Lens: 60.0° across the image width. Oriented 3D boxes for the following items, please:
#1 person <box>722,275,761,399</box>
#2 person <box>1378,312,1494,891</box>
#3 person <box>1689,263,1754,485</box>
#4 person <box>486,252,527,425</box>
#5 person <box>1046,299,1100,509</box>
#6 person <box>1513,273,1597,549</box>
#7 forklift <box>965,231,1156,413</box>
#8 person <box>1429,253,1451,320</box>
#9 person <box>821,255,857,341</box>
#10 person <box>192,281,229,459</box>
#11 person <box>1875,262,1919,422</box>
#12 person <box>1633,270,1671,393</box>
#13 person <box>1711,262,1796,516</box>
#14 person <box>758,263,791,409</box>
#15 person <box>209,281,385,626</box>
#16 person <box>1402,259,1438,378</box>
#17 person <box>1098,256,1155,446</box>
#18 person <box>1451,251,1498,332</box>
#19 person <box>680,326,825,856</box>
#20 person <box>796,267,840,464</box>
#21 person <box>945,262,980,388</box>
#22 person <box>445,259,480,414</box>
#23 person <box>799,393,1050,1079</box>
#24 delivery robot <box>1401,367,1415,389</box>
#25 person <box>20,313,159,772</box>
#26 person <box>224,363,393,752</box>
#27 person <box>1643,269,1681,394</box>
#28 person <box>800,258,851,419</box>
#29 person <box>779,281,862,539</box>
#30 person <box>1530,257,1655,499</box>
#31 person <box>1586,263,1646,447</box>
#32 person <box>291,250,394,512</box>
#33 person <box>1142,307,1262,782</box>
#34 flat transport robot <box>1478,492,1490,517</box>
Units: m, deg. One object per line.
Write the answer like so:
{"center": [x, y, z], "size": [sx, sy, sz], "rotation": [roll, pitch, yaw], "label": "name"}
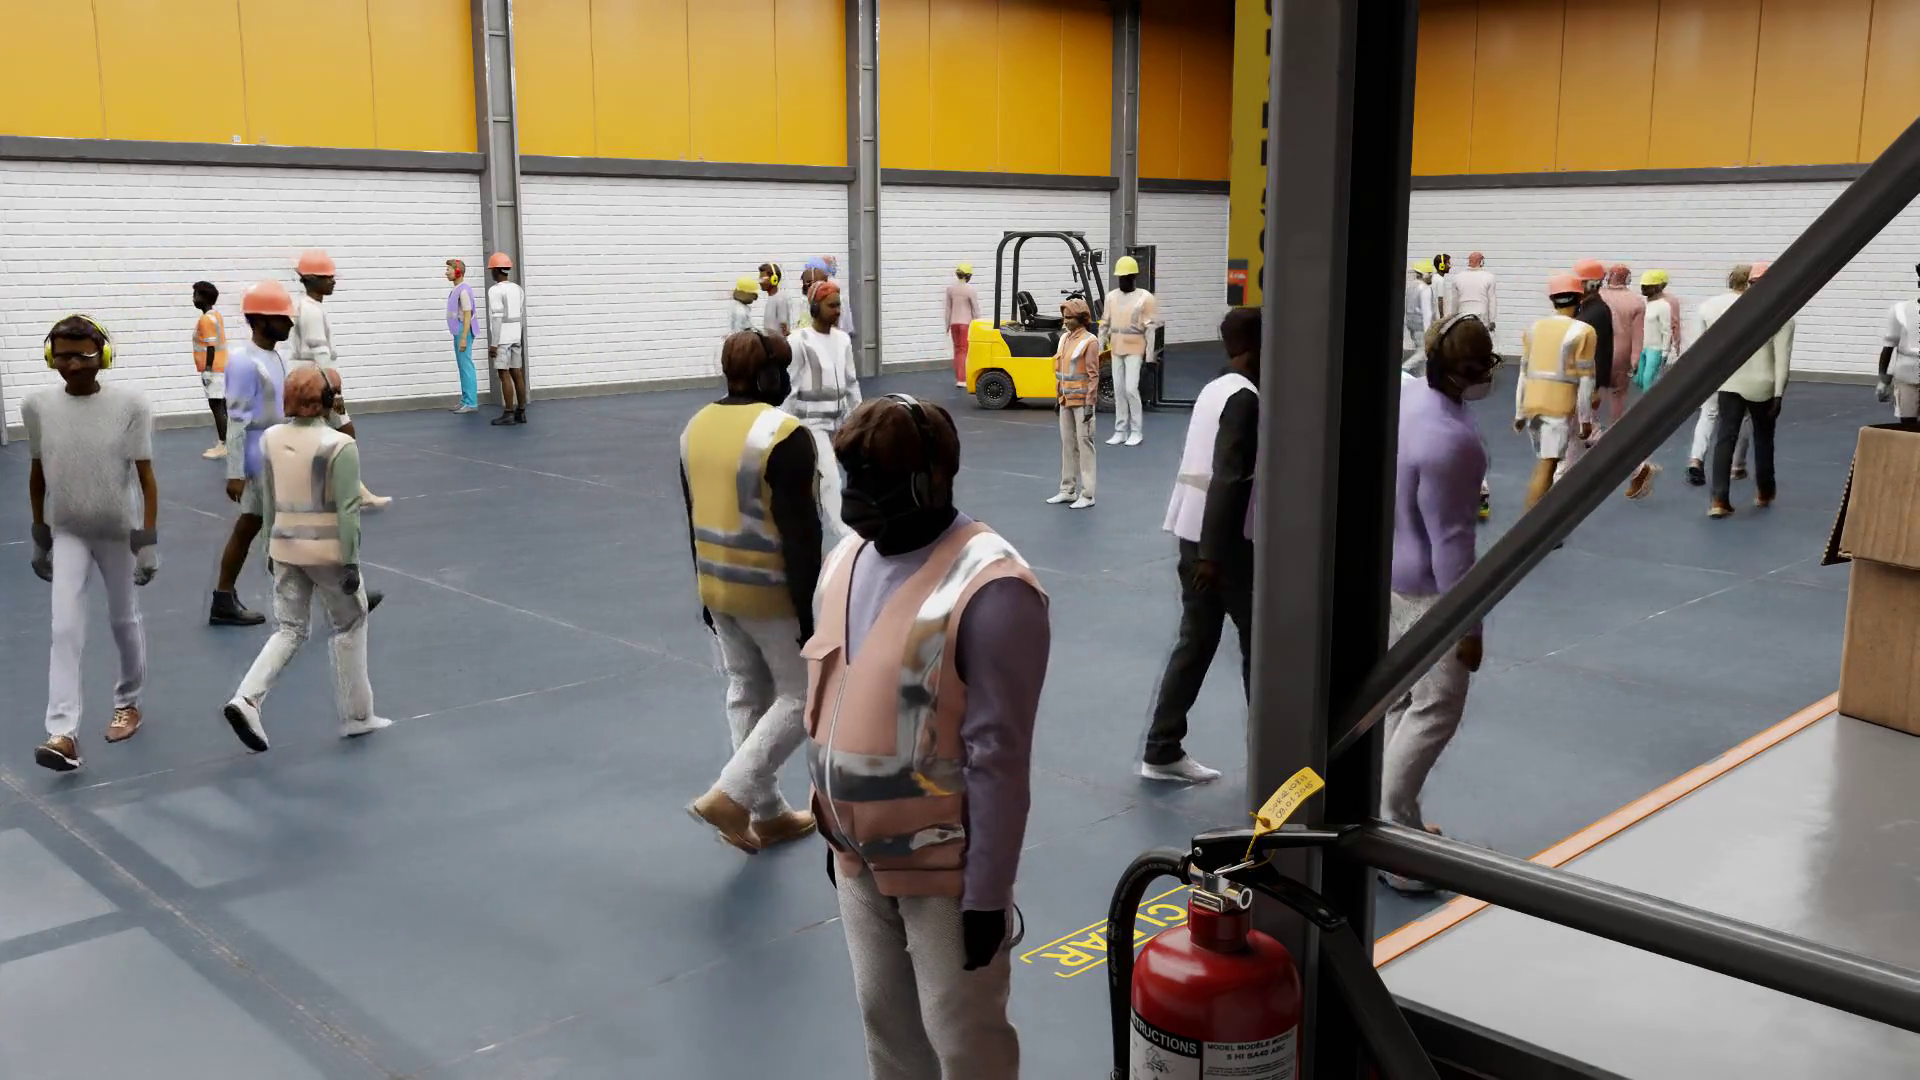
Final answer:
{"center": [-2.345, -1.908, 17.425], "size": [0.564, 1.714, 0.506], "rotation": [-2, 11, -9], "label": "person"}
{"center": [1.514, 0.194, 5.526], "size": [0.386, 1.897, 0.701], "rotation": [0, 10, 1], "label": "person"}
{"center": [6.603, -1.421, 14.294], "size": [0.631, 1.903, 0.973], "rotation": [8, 13, 38], "label": "person"}
{"center": [-5.139, -2.257, 18.730], "size": [0.367, 1.935, 0.552], "rotation": [3, 11, 18], "label": "person"}
{"center": [0.912, -1.068, 13.068], "size": [0.308, 1.639, 0.511], "rotation": [-6, 12, -30], "label": "person"}
{"center": [4.121, -0.894, 11.503], "size": [0.845, 1.870, 0.576], "rotation": [-6, 12, -29], "label": "person"}
{"center": [1.222, -2.721, 20.561], "size": [2.313, 2.155, 1.214], "rotation": [2, 11, 13], "label": "forklift"}
{"center": [6.790, -3.122, 23.629], "size": [0.333, 1.873, 0.520], "rotation": [0, 10, 0], "label": "person"}
{"center": [-1.622, -2.734, 21.539], "size": [0.905, 1.870, 0.659], "rotation": [-9, 13, -39], "label": "person"}
{"center": [-7.177, -1.628, 15.956], "size": [0.315, 1.696, 0.541], "rotation": [-3, 11, -15], "label": "person"}
{"center": [7.811, -1.305, 13.521], "size": [0.642, 1.937, 0.823], "rotation": [7, 12, 33], "label": "person"}
{"center": [7.753, -2.131, 18.529], "size": [0.600, 1.750, 0.546], "rotation": [-4, 11, -19], "label": "person"}
{"center": [6.079, -1.160, 12.794], "size": [0.592, 1.921, 1.107], "rotation": [9, 13, 39], "label": "person"}
{"center": [-1.906, -1.829, 16.621], "size": [0.546, 1.852, 0.570], "rotation": [-3, 11, -17], "label": "person"}
{"center": [-3.666, -0.445, 9.004], "size": [1.019, 1.877, 0.563], "rotation": [-1, 10, -5], "label": "person"}
{"center": [6.210, -2.904, 22.590], "size": [0.649, 1.814, 0.606], "rotation": [-1, 10, -8], "label": "person"}
{"center": [1.690, -1.921, 16.945], "size": [0.613, 1.922, 0.420], "rotation": [10, 14, 42], "label": "person"}
{"center": [7.326, -3.152, 23.694], "size": [0.643, 1.910, 0.411], "rotation": [7, 12, 32], "label": "person"}
{"center": [-0.698, 0.194, 5.657], "size": [0.506, 1.831, 0.645], "rotation": [-10, 14, -43], "label": "person"}
{"center": [-1.314, -1.594, 15.395], "size": [0.430, 1.840, 0.622], "rotation": [-3, 11, -16], "label": "person"}
{"center": [0.056, -3.023, 23.410], "size": [0.537, 1.762, 0.414], "rotation": [7, 13, 35], "label": "person"}
{"center": [-5.978, -2.445, 20.005], "size": [0.390, 1.847, 0.562], "rotation": [-5, 11, -25], "label": "person"}
{"center": [-0.095, 0.623, 3.333], "size": [0.431, 1.836, 0.619], "rotation": [-8, 13, -39], "label": "person"}
{"center": [5.295, -1.835, 19.948], "size": [0.477, 0.478, 0.707], "rotation": [0, 10, 0], "label": "delivery robot"}
{"center": [-3.517, 0.010, 6.704], "size": [0.529, 1.810, 0.984], "rotation": [-3, 11, -15], "label": "person"}
{"center": [-2.743, 0.087, 6.876], "size": [0.515, 1.618, 0.695], "rotation": [4, 11, 21], "label": "person"}
{"center": [8.254, -2.339, 19.750], "size": [0.894, 1.722, 0.544], "rotation": [-7, 12, -32], "label": "person"}
{"center": [-1.307, -1.800, 16.304], "size": [0.888, 1.918, 0.624], "rotation": [6, 12, 31], "label": "person"}
{"center": [-0.785, -0.698, 10.491], "size": [0.955, 1.835, 0.610], "rotation": [7, 12, 32], "label": "person"}
{"center": [5.117, -1.273, 13.324], "size": [0.840, 1.969, 0.621], "rotation": [2, 11, 9], "label": "person"}
{"center": [6.571, -1.867, 16.846], "size": [0.656, 1.860, 0.994], "rotation": [6, 12, 30], "label": "person"}
{"center": [-4.711, -1.161, 12.555], "size": [0.907, 2.005, 0.628], "rotation": [-4, 11, -19], "label": "person"}
{"center": [1.101, 0.025, 6.498], "size": [0.830, 1.857, 0.683], "rotation": [-1, 10, -7], "label": "person"}
{"center": [3.799, -0.391, 13.104], "size": [0.652, 0.197, 1.431], "rotation": [3, 11, 14], "label": "flat transport robot"}
